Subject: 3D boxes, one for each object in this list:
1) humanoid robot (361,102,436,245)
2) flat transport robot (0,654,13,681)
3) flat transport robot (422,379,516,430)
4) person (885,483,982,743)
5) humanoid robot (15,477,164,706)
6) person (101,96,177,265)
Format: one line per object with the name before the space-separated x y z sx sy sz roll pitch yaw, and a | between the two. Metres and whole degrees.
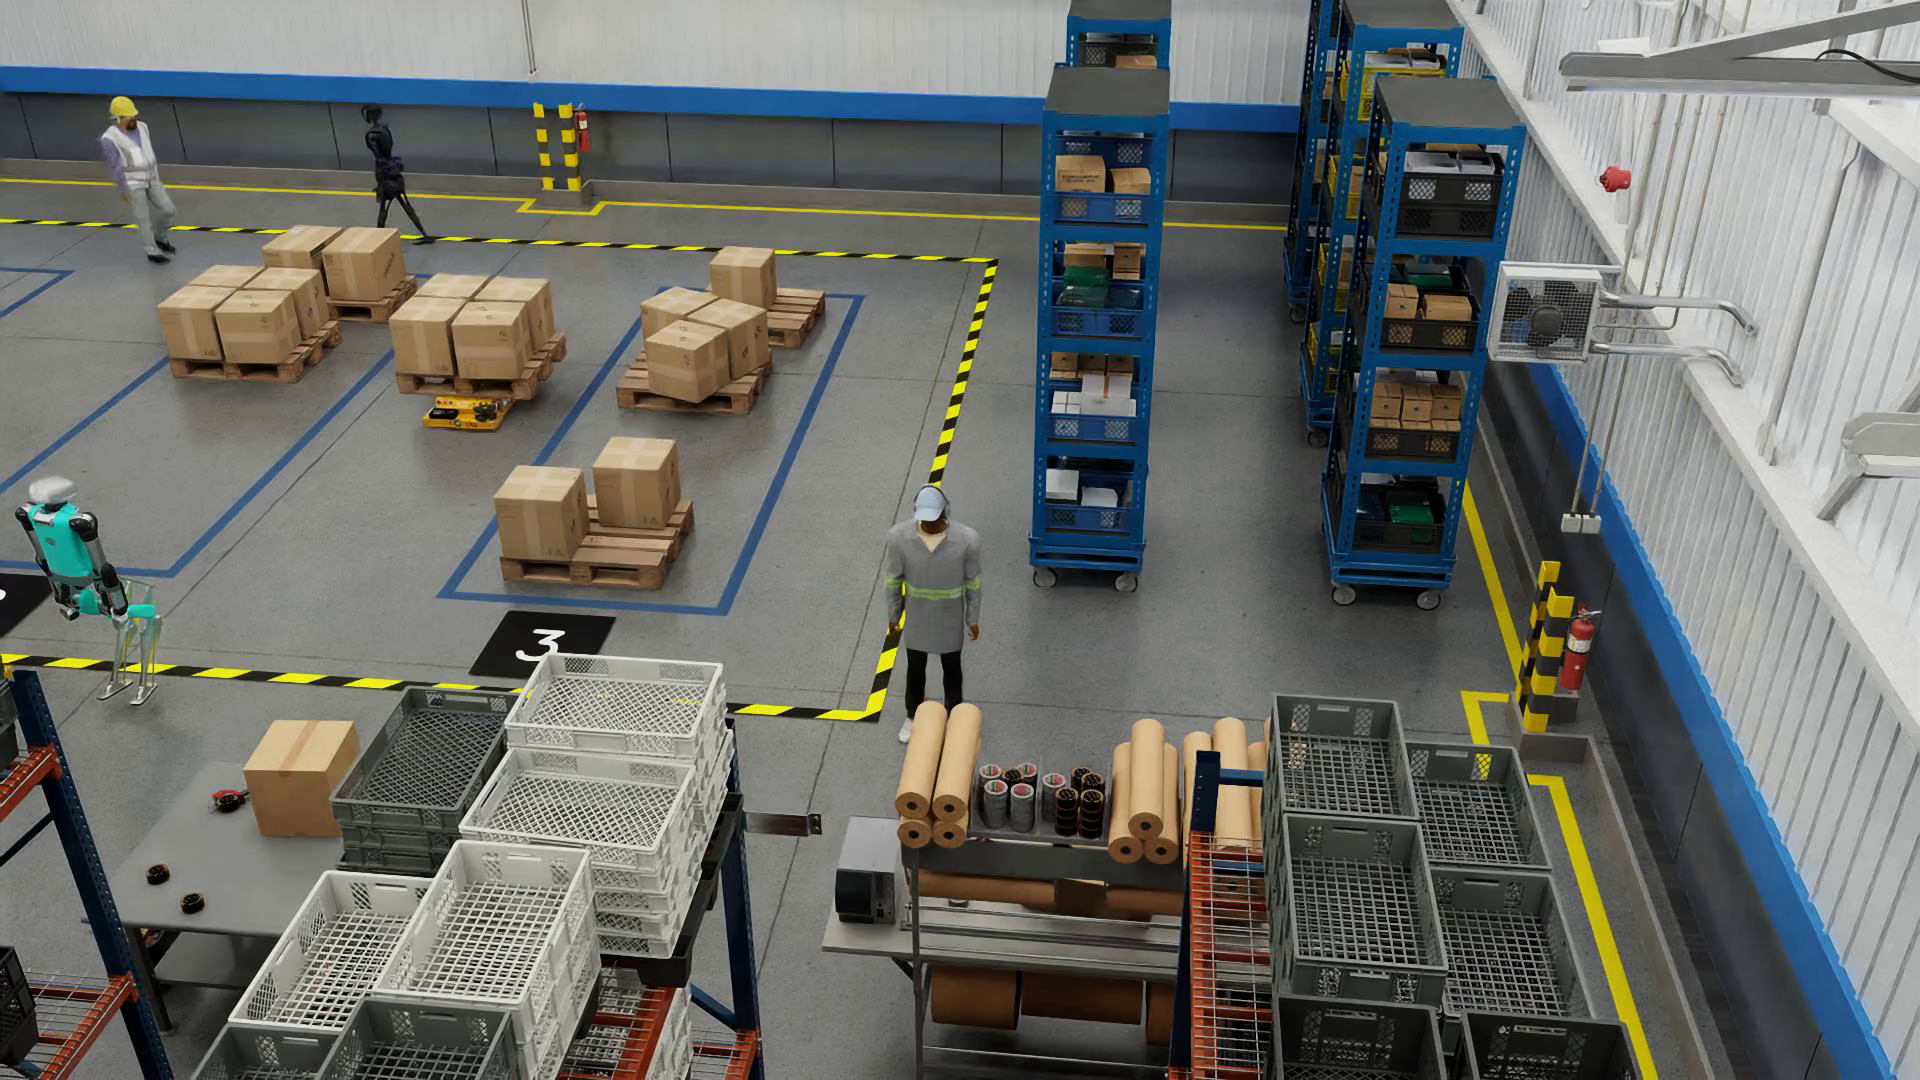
humanoid robot | -6.247 -3.964 18.123 0.777 1.621 0.589 -3 30 -4
flat transport robot | -7.142 0.969 11.010 1.431 0.231 0.659 3 30 6
flat transport robot | -4.292 -1.407 15.062 0.652 0.197 1.431 3 30 6
person | -0.166 0.470 10.292 0.597 1.850 0.396 3 30 5
humanoid robot | -5.441 0.259 10.635 0.533 1.677 0.735 8 31 14
person | -8.713 -3.815 17.684 0.439 1.816 0.605 12 32 20
